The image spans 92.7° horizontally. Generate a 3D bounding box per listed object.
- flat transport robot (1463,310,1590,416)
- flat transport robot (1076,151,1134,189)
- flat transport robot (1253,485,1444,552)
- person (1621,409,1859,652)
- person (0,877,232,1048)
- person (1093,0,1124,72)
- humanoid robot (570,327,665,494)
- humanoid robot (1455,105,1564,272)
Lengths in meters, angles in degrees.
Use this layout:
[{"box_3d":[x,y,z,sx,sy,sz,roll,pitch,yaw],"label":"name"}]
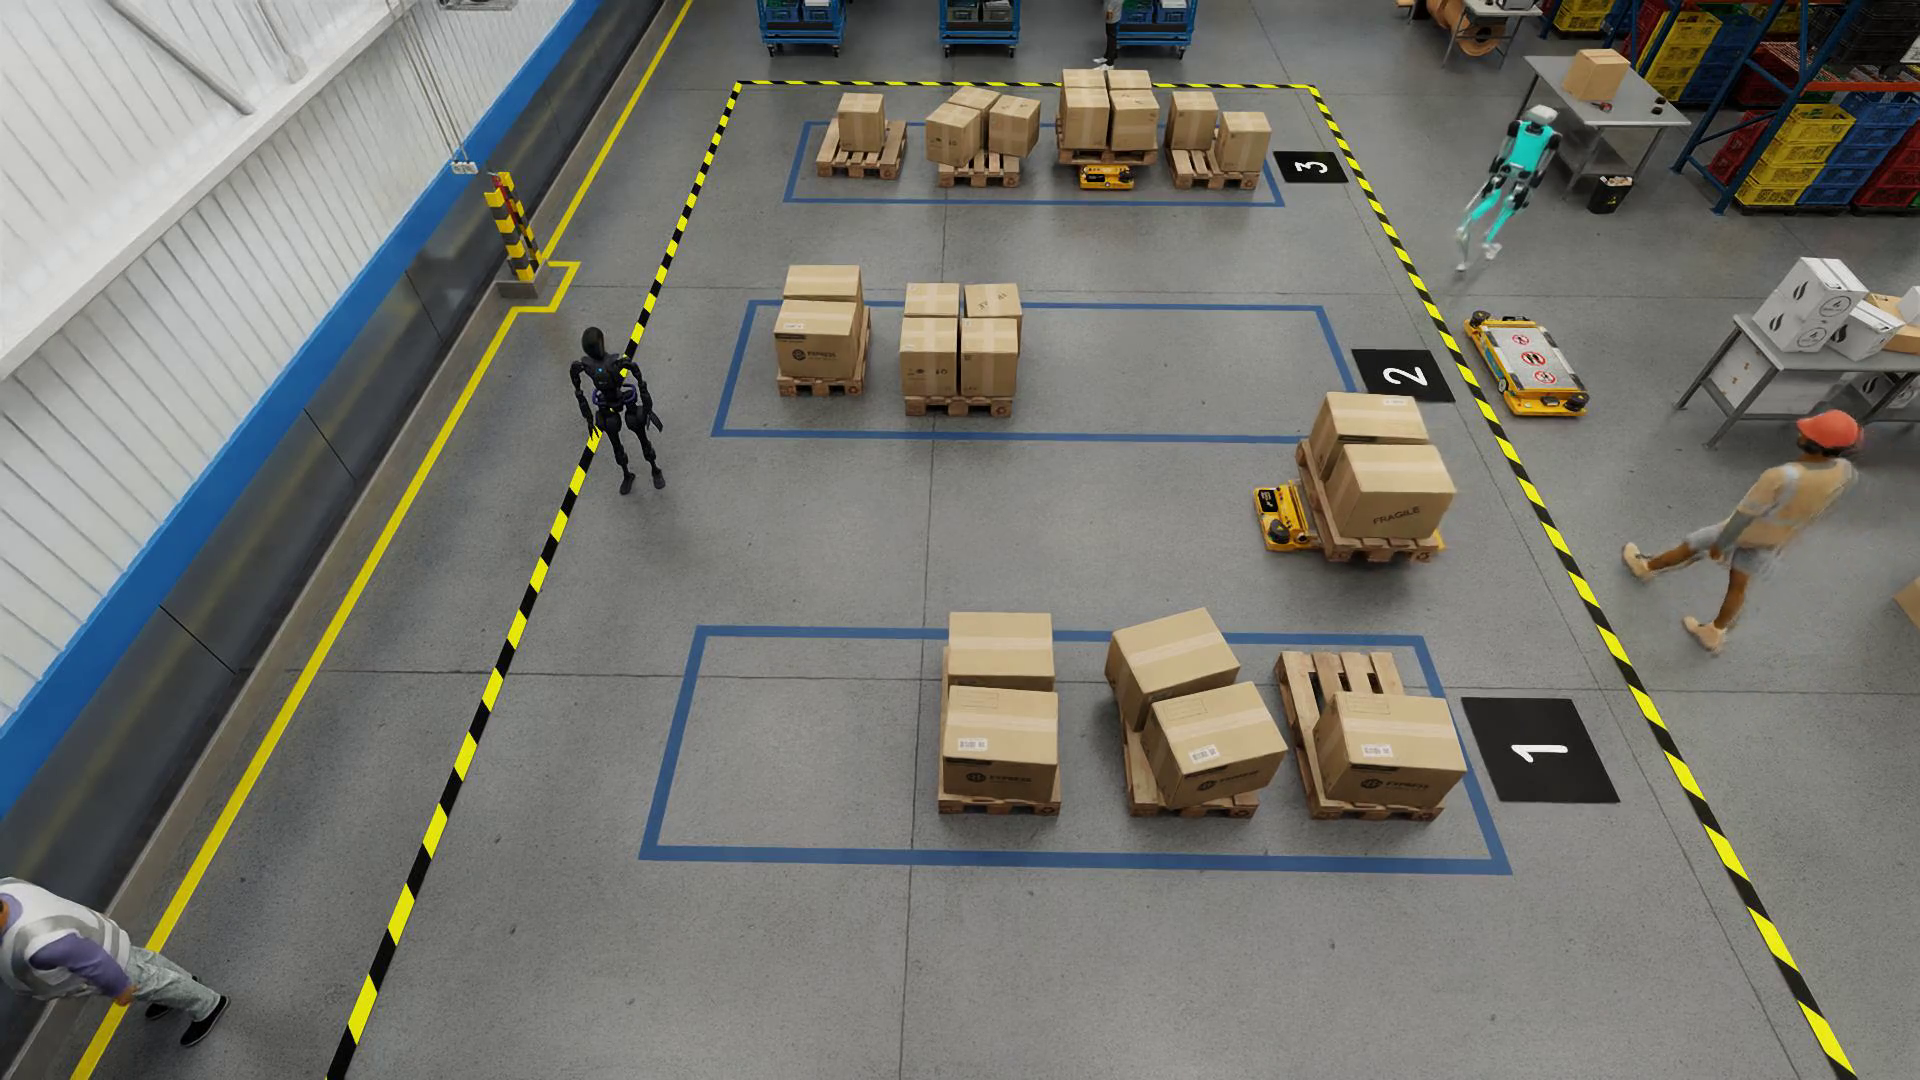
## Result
[{"box_3d":[5.573,-1.757,9.054,0.659,0.231,1.431,1,49,1],"label":"flat transport robot"},{"box_3d":[1.845,-4.982,11.827,0.652,0.197,1.431,1,49,1],"label":"flat transport robot"},{"box_3d":[3.258,-0.213,7.699,1.431,0.197,0.652,1,49,1],"label":"flat transport robot"},{"box_3d":[5.601,-0.134,6.516,0.610,1.988,1.031,-2,49,-1],"label":"person"},{"box_3d":[-4.440,2.146,4.648,0.586,1.822,0.404,23,53,19],"label":"person"},{"box_3d":[2.181,-7.764,13.207,0.370,1.852,0.588,5,49,4],"label":"person"},{"box_3d":[-2.773,-1.040,7.493,0.599,1.655,0.315,-8,50,-7],"label":"humanoid robot"},{"box_3d":[5.684,-3.607,9.670,0.969,1.730,0.540,-34,57,-26],"label":"humanoid robot"}]
